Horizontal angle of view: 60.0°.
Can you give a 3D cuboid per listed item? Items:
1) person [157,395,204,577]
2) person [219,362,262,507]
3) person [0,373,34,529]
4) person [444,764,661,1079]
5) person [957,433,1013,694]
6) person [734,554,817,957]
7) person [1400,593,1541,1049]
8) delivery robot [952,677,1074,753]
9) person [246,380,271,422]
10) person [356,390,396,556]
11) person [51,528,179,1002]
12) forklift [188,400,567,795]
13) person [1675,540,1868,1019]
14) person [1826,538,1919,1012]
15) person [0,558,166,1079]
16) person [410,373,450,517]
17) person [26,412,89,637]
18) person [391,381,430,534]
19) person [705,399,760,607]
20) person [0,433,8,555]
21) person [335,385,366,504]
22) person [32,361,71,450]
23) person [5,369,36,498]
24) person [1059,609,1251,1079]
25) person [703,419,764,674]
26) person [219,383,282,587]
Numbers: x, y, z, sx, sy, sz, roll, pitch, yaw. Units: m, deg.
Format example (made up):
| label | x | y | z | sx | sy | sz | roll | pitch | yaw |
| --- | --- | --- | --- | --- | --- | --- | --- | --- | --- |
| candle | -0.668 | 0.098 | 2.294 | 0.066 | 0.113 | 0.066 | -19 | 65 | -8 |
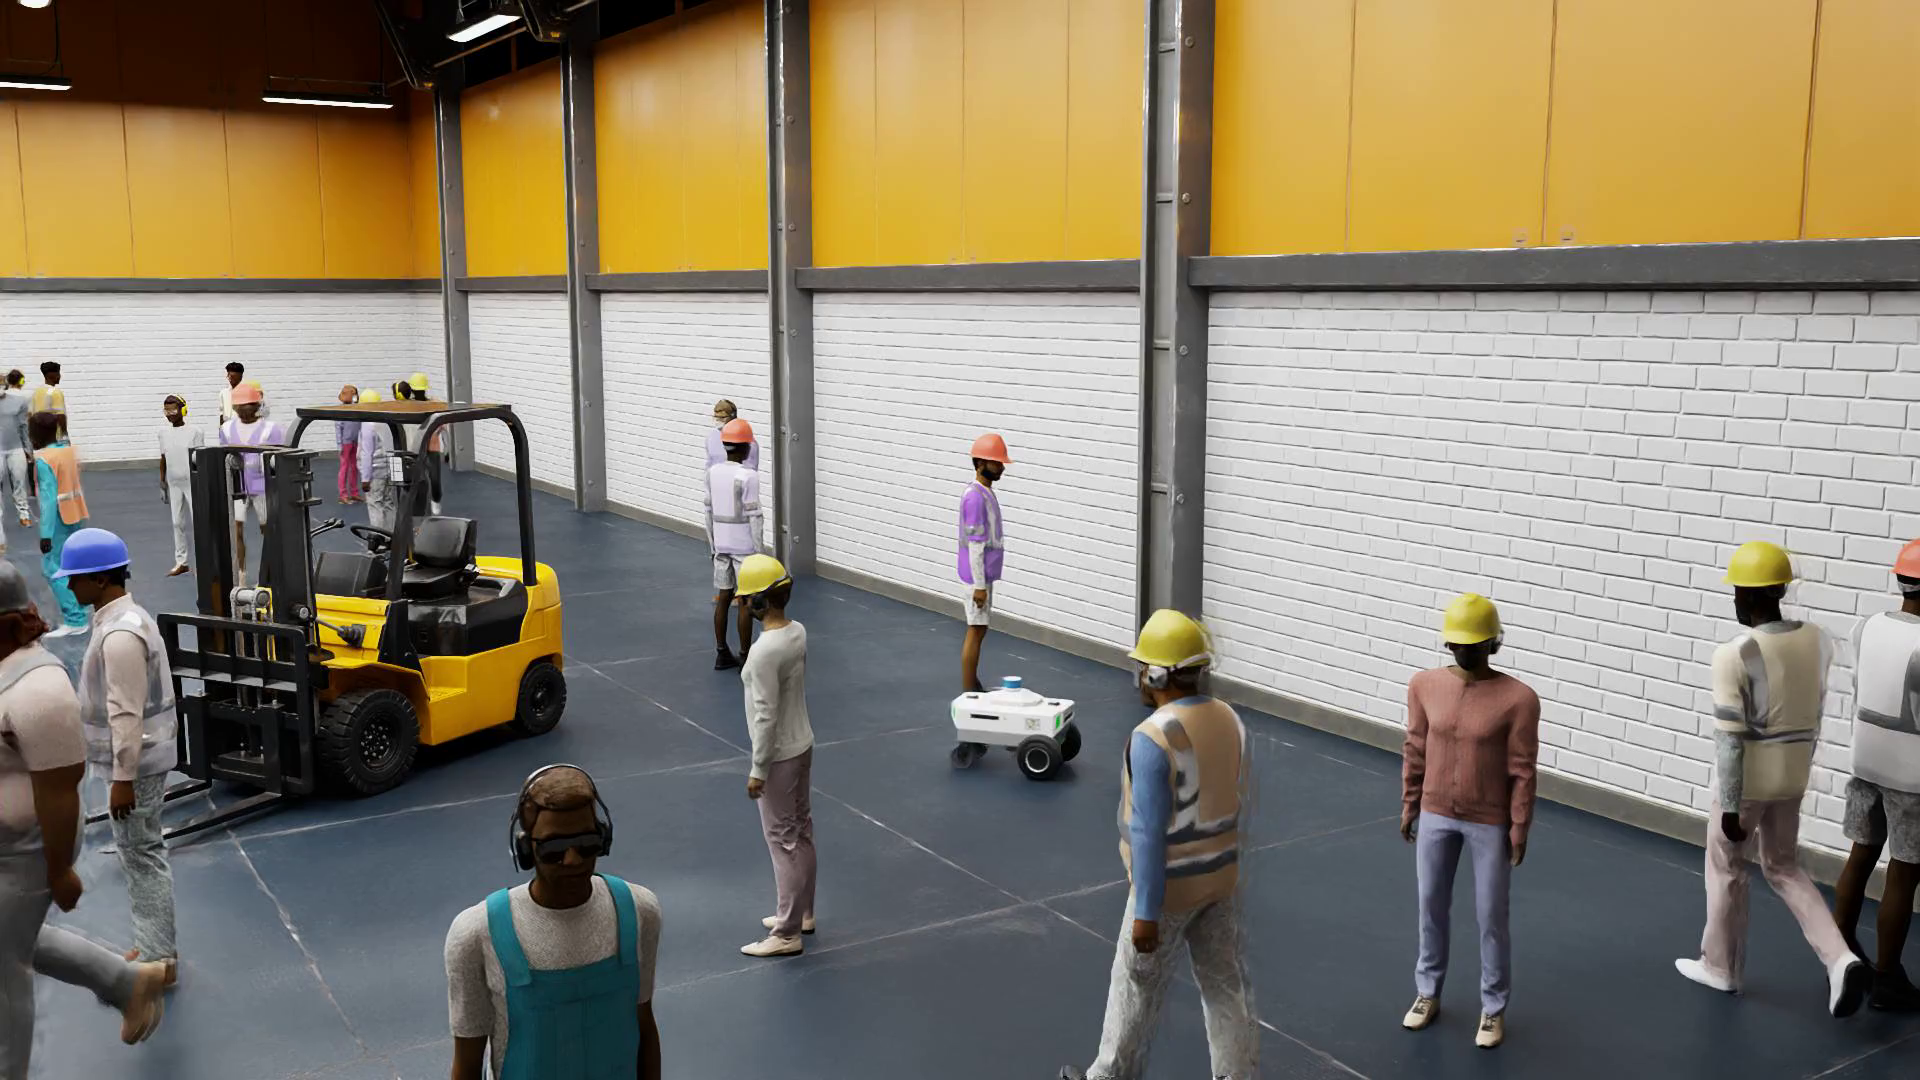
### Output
| label | x | y | z | sx | sy | sz | roll | pitch | yaw |
| --- | --- | --- | --- | --- | --- | --- | --- | --- | --- |
| person | -7.900 | -0.549 | 16.923 | 0.510 | 1.861 | 0.324 | 0 | 8 | 3 |
| person | -9.713 | -1.421 | 22.426 | 0.603 | 1.967 | 0.367 | 1 | 9 | 9 |
| person | -11.676 | -1.083 | 20.300 | 0.635 | 1.928 | 0.381 | -8 | 12 | -43 |
| person | -0.893 | 1.405 | 3.784 | 0.506 | 1.847 | 0.343 | -5 | 10 | -33 |
| person | 0.173 | 0.236 | 11.365 | 0.373 | 1.933 | 0.549 | 1 | 8 | 6 |
| person | -0.815 | 0.935 | 7.257 | 0.337 | 1.759 | 0.525 | 2 | 9 | 13 |
| person | 1.944 | 1.064 | 6.389 | 0.520 | 1.756 | 0.337 | 6 | 11 | 37 |
| delivery robot | 0.317 | 1.071 | 10.057 | 0.707 | 0.478 | 0.477 | 3 | 9 | 19 |
| person | -9.587 | -1.318 | 22.563 | 0.711 | 1.724 | 0.492 | 5 | 10 | 29 |
| person | -6.413 | -0.730 | 18.263 | 0.404 | 1.822 | 0.598 | 1 | 9 | 7 |
| person | -3.446 | 0.908 | 6.852 | 0.422 | 1.937 | 0.615 | -4 | 10 | -28 |
| forklift | -3.529 | 0.258 | 10.348 | 1.214 | 2.155 | 2.313 | 4 | 9 | 25 |
| person | 3.241 | 0.954 | 6.623 | 0.587 | 1.904 | 0.727 | -3 | 9 | -18 |
| person | 3.817 | 0.934 | 6.712 | 0.394 | 1.930 | 0.539 | -2 | 9 | -14 |
| person | -3.235 | 1.007 | 5.814 | 0.783 | 2.000 | 0.683 | -8 | 12 | -44 |
| person | -6.695 | -1.140 | 20.770 | 0.617 | 1.893 | 0.591 | -2 | 9 | -16 |
| person | -7.558 | -0.133 | 14.036 | 0.374 | 1.895 | 0.708 | -1 | 8 | -6 |
| person | -6.629 | -0.981 | 19.897 | 0.835 | 1.830 | 0.571 | 7 | 11 | 38 |
| person | -2.098 | -0.337 | 15.296 | 0.624 | 1.925 | 0.389 | 7 | 11 | 38 |
| person | -10.682 | -0.688 | 17.999 | 0.640 | 1.820 | 0.774 | 0 | 8 | 2 |
| person | -8.372 | -1.309 | 22.828 | 0.282 | 1.627 | 0.501 | 3 | 9 | 19 |
| person | -12.359 | -1.460 | 22.689 | 0.613 | 1.964 | 0.361 | 5 | 10 | 31 |
| person | -13.028 | -1.443 | 23.052 | 0.542 | 1.823 | 0.897 | -2 | 9 | -14 |
| person | 0.690 | 1.137 | 5.707 | 0.816 | 1.807 | 0.631 | 8 | 11 | 42 |
| person | -1.680 | 0.047 | 12.628 | 0.551 | 1.936 | 0.356 | 6 | 11 | 36 |
| person | -6.778 | -0.466 | 15.803 | 0.637 | 2.018 | 0.824 | 0 | 8 | 1 |
